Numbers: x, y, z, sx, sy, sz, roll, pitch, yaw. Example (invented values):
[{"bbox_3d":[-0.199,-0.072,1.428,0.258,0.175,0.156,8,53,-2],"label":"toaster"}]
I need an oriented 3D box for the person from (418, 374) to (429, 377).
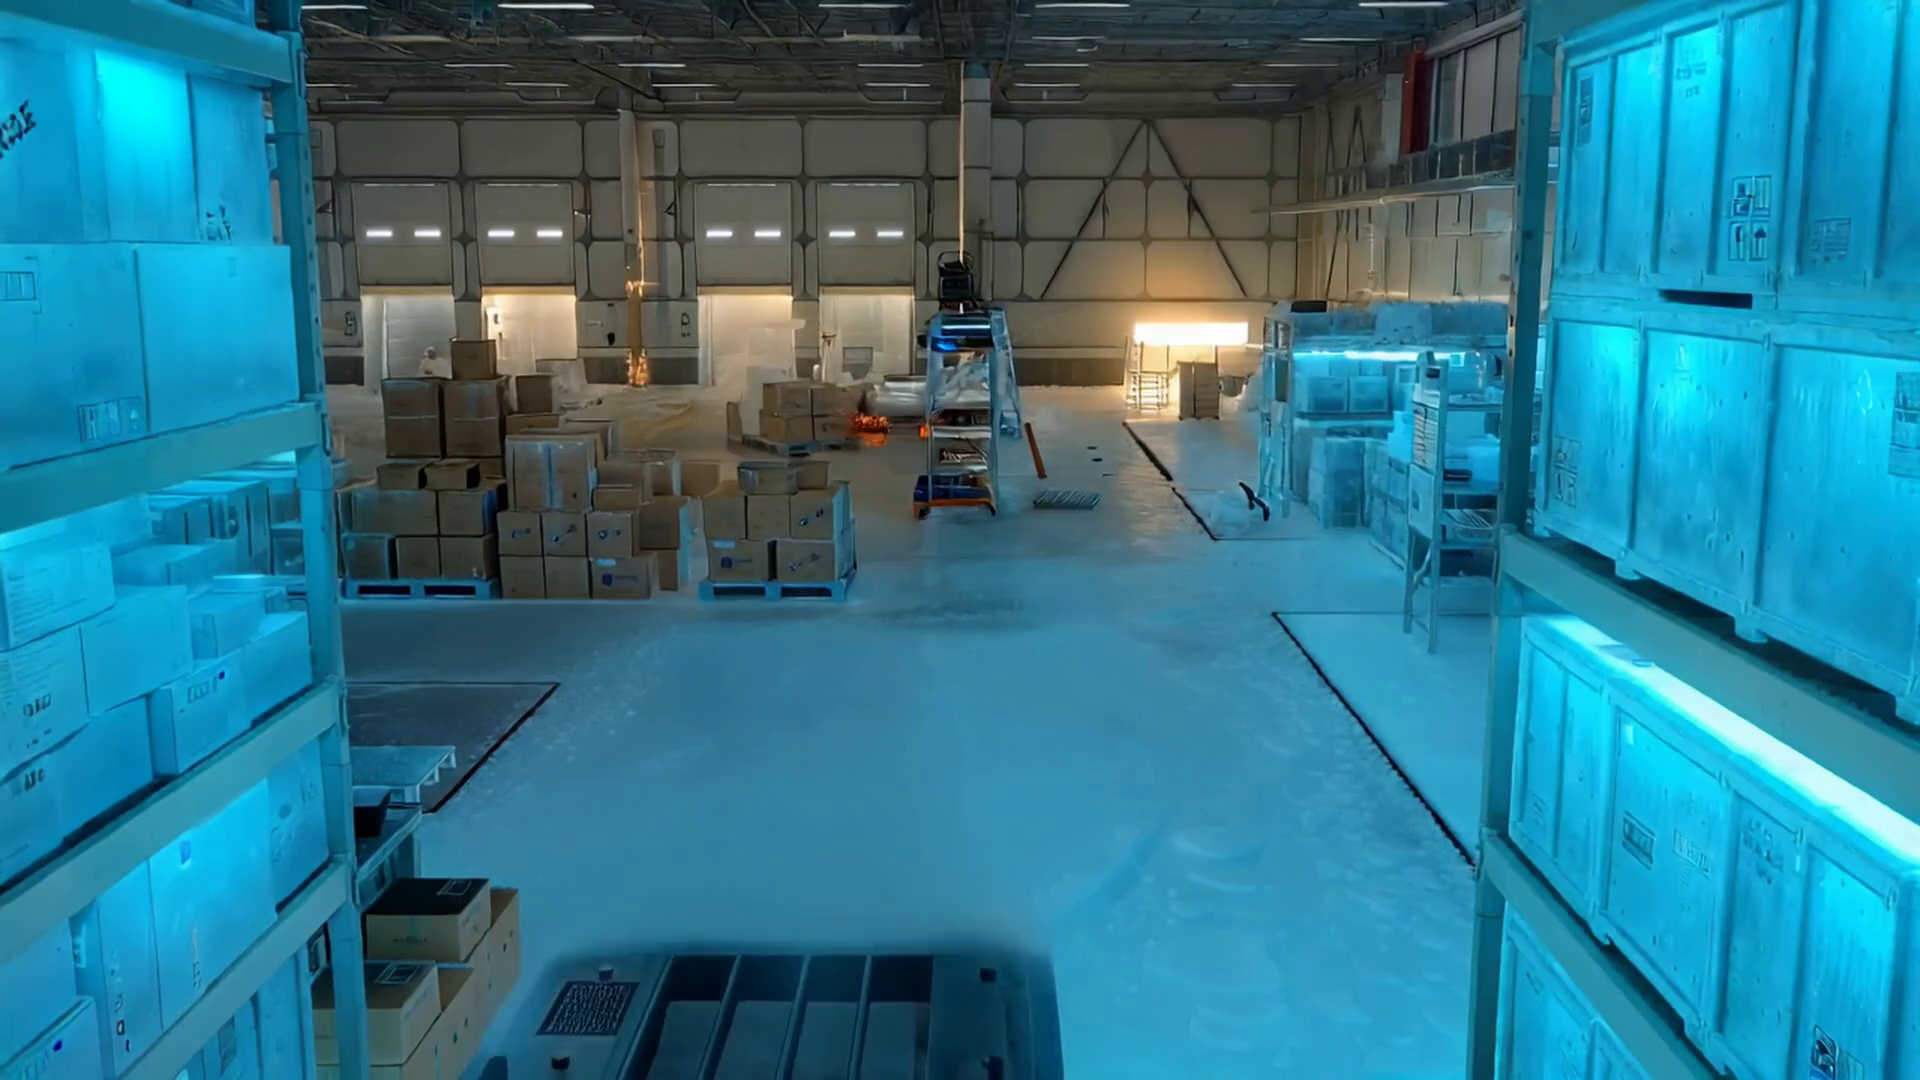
[{"bbox_3d":[-9.962,-2.156,31.014,0.984,1.883,0.565,1,10,3],"label":"person"}]

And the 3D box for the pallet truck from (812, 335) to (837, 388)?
[{"bbox_3d":[-3.021,-4.312,43.126,1.885,1.965,0.823,3,10,17],"label":"pallet truck"}]

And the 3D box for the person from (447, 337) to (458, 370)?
[{"bbox_3d":[-13.141,-4.314,43.310,0.362,1.938,0.545,-9,13,-43],"label":"person"}]

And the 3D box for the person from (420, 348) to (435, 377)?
[{"bbox_3d":[-13.738,-4.156,43.156,0.716,1.664,0.538,5,11,28],"label":"person"}]

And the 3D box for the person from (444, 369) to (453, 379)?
[{"bbox_3d":[-9.594,-2.282,31.627,0.509,1.922,0.629,3,10,15],"label":"person"}]

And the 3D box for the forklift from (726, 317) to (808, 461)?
[{"bbox_3d":[-3.956,-3.089,33.522,1.129,2.768,1.873,-5,11,-27],"label":"forklift"}]

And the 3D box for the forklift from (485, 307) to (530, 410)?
[{"bbox_3d":[-10.754,-4.150,39.646,1.129,2.768,1.873,0,10,1],"label":"forklift"}]

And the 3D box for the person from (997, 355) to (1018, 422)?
[{"bbox_3d":[0.951,-3.800,40.501,0.946,1.888,0.653,5,11,27],"label":"person"}]

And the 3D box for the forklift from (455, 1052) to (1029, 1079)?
[{"bbox_3d":[-0.351,2.235,2.805,1.129,2.768,1.873,0,10,1],"label":"forklift"}]
